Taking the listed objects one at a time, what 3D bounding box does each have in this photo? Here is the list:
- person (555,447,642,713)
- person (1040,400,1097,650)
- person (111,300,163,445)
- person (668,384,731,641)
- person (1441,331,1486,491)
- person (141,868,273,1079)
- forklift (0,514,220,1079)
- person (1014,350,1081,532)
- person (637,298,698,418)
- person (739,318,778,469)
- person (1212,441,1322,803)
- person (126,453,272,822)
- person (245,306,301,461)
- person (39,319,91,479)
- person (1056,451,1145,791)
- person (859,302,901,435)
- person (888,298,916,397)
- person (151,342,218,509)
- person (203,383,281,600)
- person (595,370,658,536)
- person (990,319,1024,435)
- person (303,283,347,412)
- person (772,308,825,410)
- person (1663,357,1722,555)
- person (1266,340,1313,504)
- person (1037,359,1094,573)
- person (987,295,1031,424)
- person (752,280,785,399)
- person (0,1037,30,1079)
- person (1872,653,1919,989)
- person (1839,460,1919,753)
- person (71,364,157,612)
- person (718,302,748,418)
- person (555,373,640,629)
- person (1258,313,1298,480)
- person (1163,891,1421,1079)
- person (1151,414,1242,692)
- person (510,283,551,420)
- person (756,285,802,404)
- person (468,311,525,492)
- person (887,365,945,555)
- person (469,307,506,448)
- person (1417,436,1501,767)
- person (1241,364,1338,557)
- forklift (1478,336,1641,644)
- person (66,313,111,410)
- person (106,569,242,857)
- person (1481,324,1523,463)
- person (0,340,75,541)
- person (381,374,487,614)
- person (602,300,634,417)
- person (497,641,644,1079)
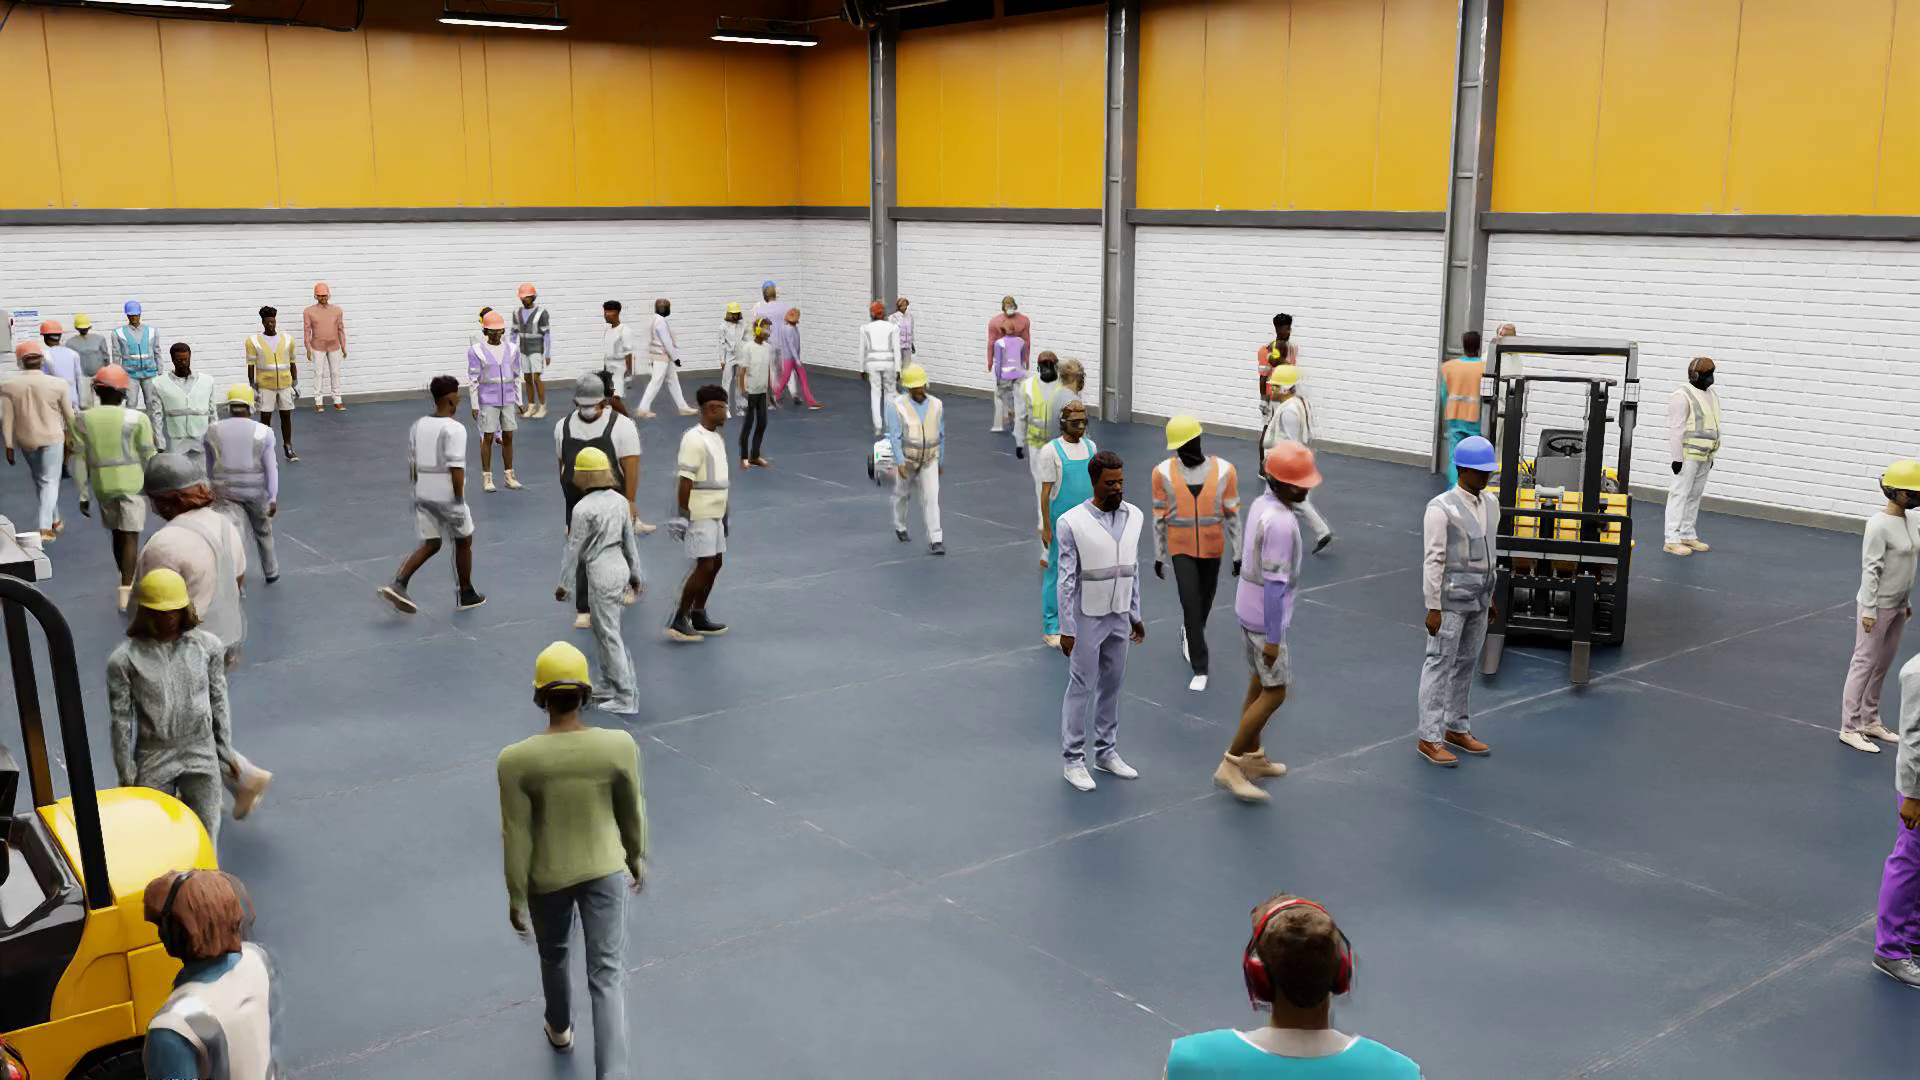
[{"bbox_3d":[-2.353,0.259,10.771,0.639,1.719,0.512,5,13,23],"label":"person"},{"bbox_3d":[0.816,-0.121,12.295,0.519,1.844,0.330,-9,15,-36],"label":"person"},{"bbox_3d":[-10.935,-2.215,22.157,0.617,1.946,0.396,-9,15,-36],"label":"person"},{"bbox_3d":[-1.937,-0.212,12.572,0.387,1.911,0.712,2,12,11],"label":"person"},{"bbox_3d":[5.434,-1.285,17.775,0.603,1.899,0.580,6,13,27],"label":"person"},{"bbox_3d":[-1.907,1.639,4.346,0.415,1.624,0.523,1,12,5],"label":"person"},{"bbox_3d":[-3.687,1.115,5.480,2.313,2.155,1.214,-9,15,-36],"label":"forklift"},{"bbox_3d":[0.850,-0.945,16.339,0.654,1.816,0.694,3,12,14],"label":"person"},{"bbox_3d":[-4.467,-2.733,25.051,0.933,1.798,0.633,-3,12,-14],"label":"person"},{"bbox_3d":[-2.508,-1.790,20.377,0.382,1.843,0.581,8,14,34],"label":"person"},{"bbox_3d":[1.695,0.428,9.258,0.502,2.022,0.773,0,12,0],"label":"person"},{"bbox_3d":[-4.009,0.513,8.756,0.704,2.000,0.684,1,12,5],"label":"person"},{"bbox_3d":[-8.589,-1.950,20.830,0.616,1.964,0.361,-9,15,-36],"label":"person"},{"bbox_3d":[-10.464,-1.628,19.447,0.864,1.906,0.547,5,13,24],"label":"person"},{"bbox_3d":[0.788,0.438,9.415,0.599,1.917,0.375,-9,15,-36],"label":"person"},{"bbox_3d":[-1.121,-2.405,23.316,0.597,1.839,0.825,0,12,0],"label":"person"},{"bbox_3d":[-0.970,-3.212,27.729,0.524,1.636,0.308,-9,15,-36],"label":"person"},{"bbox_3d":[-7.547,-0.976,16.249,0.599,1.915,0.375,-9,15,-36],"label":"person"},{"bbox_3d":[-5.971,-0.410,13.852,0.587,1.787,0.911,-3,12,-12],"label":"person"},{"bbox_3d":[-3.438,-0.824,16.159,0.861,1.648,0.543,0,12,1],"label":"person"},{"bbox_3d":[0.660,-2.270,23.234,0.525,1.612,0.690,-6,13,-27],"label":"person"},{"bbox_3d":[-9.807,-2.978,25.727,0.625,1.992,0.389,-9,15,-36],"label":"person"},{"bbox_3d":[-2.578,-2.811,25.902,0.828,1.588,0.497,3,12,14],"label":"person"},{"bbox_3d":[6.848,-0.786,15.515,0.636,1.842,0.429,-9,15,-36],"label":"person"},{"bbox_3d":[3.448,-1.161,17.361,0.453,1.828,0.639,-4,12,-19],"label":"person"},{"bbox_3d":[0.976,-0.616,14.513,0.620,1.912,0.740,-1,12,-6],"label":"person"},{"bbox_3d":[0.690,-2.675,24.562,0.646,1.895,0.754,-3,12,-14],"label":"person"},{"bbox_3d":[-3.122,-3.276,27.291,0.617,1.942,0.396,-9,15,-36],"label":"person"},{"bbox_3d":[-1.931,1.756,3.330,0.565,1.807,0.533,-10,15,-39],"label":"person"},{"bbox_3d":[4.165,1.012,7.044,0.575,1.749,0.336,-9,15,-36],"label":"person"},{"bbox_3d":[5.592,0.392,10.011,0.534,1.767,0.318,-9,15,-36],"label":"person"},{"bbox_3d":[-6.809,-0.433,13.497,0.631,1.976,1.020,-1,12,-3],"label":"person"},{"bbox_3d":[-3.390,-2.712,25.054,0.494,1.743,0.309,-9,15,-36],"label":"person"},{"bbox_3d":[-2.836,-0.396,13.147,0.686,2.000,1.013,1,12,3],"label":"person"},{"bbox_3d":[3.762,-1.689,19.584,0.632,1.962,0.365,-9,15,-36],"label":"person"},{"bbox_3d":[0.720,1.654,3.851,0.560,1.784,0.982,0,12,-2],"label":"person"},{"bbox_3d":[1.625,0.035,11.521,0.623,1.862,0.937,0,12,2],"label":"person"},{"bbox_3d":[-6.433,-2.825,24.881,0.629,2.038,0.407,5,13,24],"label":"person"},{"bbox_3d":[-2.893,-3.108,26.598,0.650,1.909,0.699,-8,14,-33],"label":"person"},{"bbox_3d":[-5.211,-1.562,18.771,0.616,2.041,0.382,-9,15,-36],"label":"person"},{"bbox_3d":[-0.411,-0.773,15.669,0.584,1.777,0.995,-4,12,-20],"label":"person"},{"bbox_3d":[-6.237,-2.164,22.110,0.537,1.865,0.312,-9,15,-36],"label":"person"},{"bbox_3d":[2.951,0.348,9.777,0.617,1.946,0.396,-9,15,-36],"label":"person"},{"bbox_3d":[3.064,-0.712,15.263,0.845,1.807,0.610,3,12,15],"label":"person"},{"bbox_3d":[4.683,-0.471,13.136,1.214,2.155,2.313,4,12,20],"label":"forklift"},{"bbox_3d":[-11.875,-2.232,22.746,0.539,1.735,0.699,-7,14,-31],"label":"person"},{"bbox_3d":[-3.451,0.967,7.332,0.525,1.729,0.426,-11,16,-42],"label":"person"},{"bbox_3d":[6.080,-1.467,18.645,0.654,1.906,0.406,-9,15,-36],"label":"person"},{"bbox_3d":[-8.944,-0.971,16.184,0.607,1.940,1.003,-2,12,-9],"label":"person"},{"bbox_3d":[-4.194,-0.346,13.210,0.650,1.924,0.833,7,14,31],"label":"person"},{"bbox_3d":[-4.616,-2.245,22.329,0.421,1.938,0.647,-9,15,-38],"label":"person"},{"bbox_3d":[-1.412,1.224,6.131,0.528,1.717,0.977,-4,12,-19],"label":"person"}]
